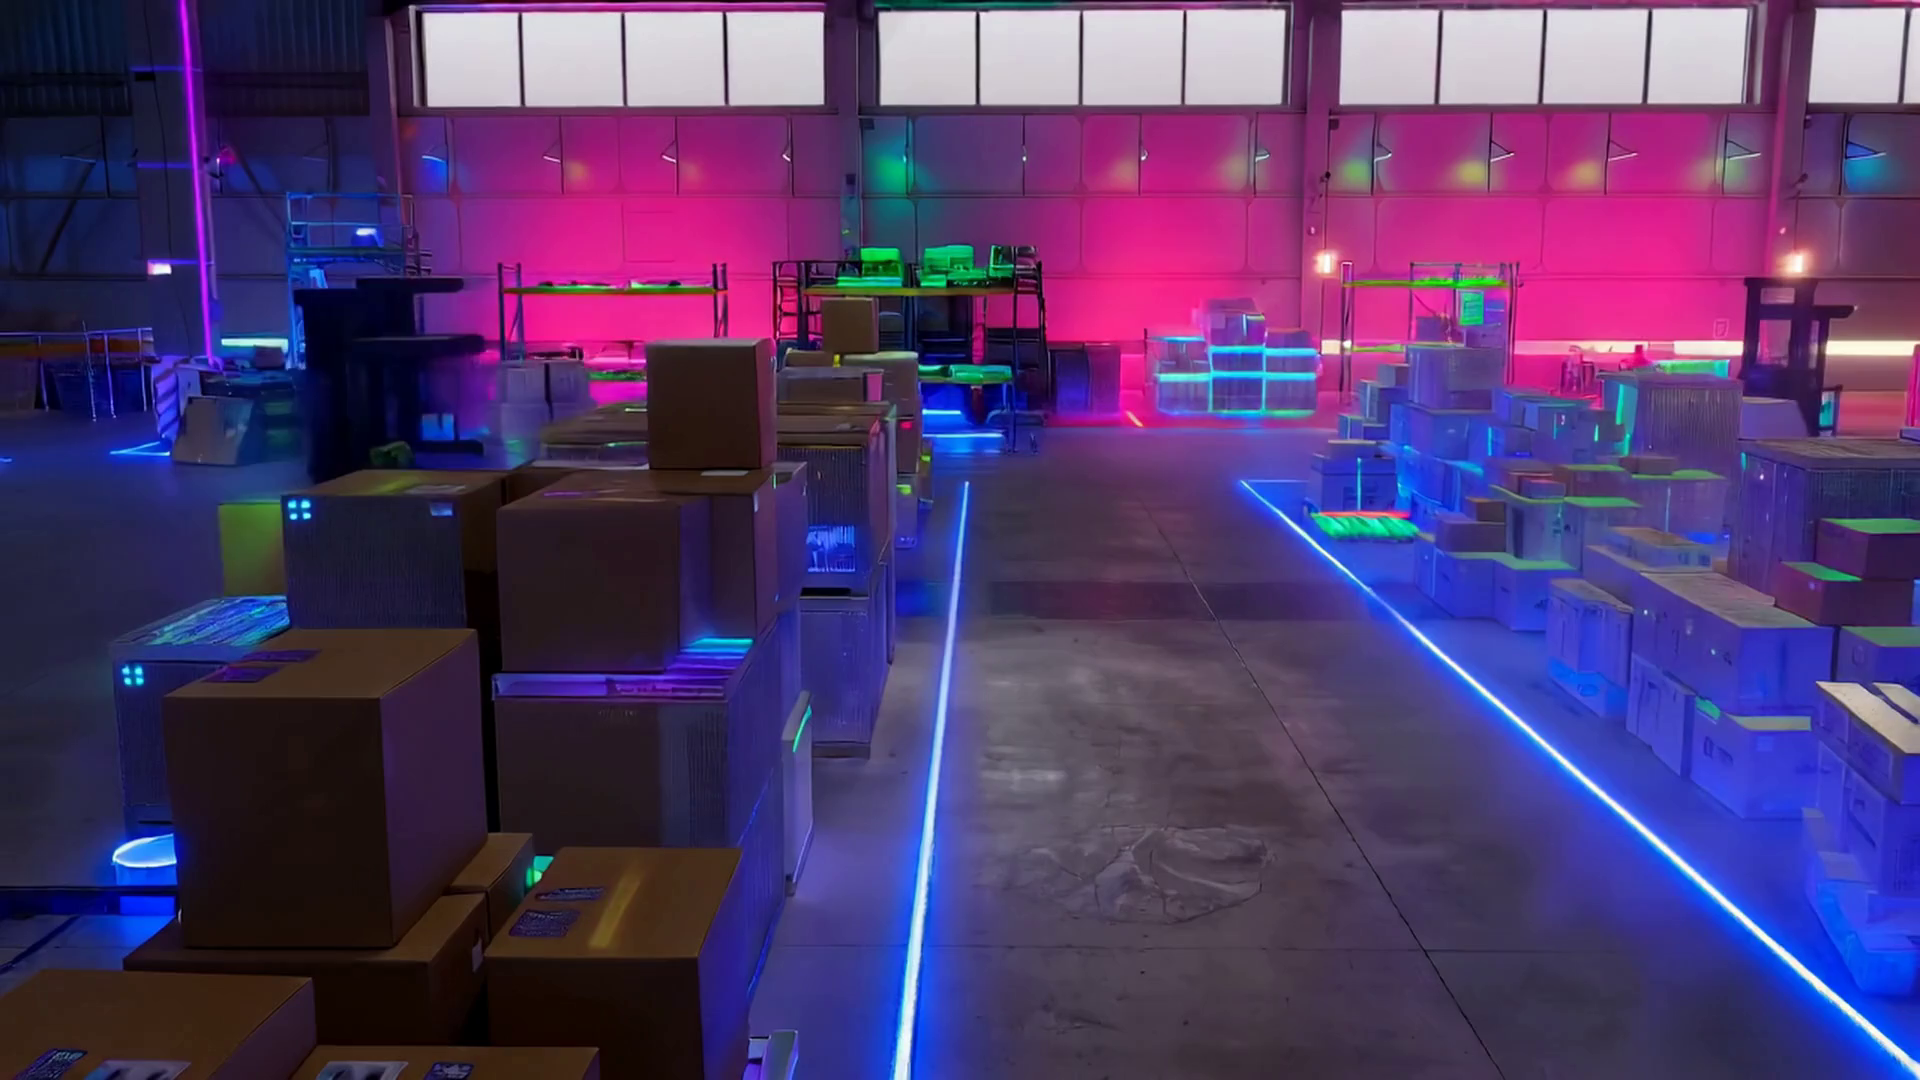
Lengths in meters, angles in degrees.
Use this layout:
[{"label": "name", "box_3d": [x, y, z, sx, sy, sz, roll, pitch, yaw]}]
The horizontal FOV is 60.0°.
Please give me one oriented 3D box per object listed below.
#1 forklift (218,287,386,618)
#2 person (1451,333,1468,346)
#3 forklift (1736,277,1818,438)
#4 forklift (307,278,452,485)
[{"label": "forklift", "box_3d": [-5.119, -0.712, 13.902, 1.873, 2.768, 1.129, 0, 9, 1]}, {"label": "person", "box_3d": [8.055, -2.458, 27.341, 0.951, 1.896, 0.545, -7, 12, -36]}, {"label": "forklift", "box_3d": [11.689, -2.387, 23.934, 1.873, 2.768, 1.129, -6, 11, -31]}, {"label": "forklift", "box_3d": [-7.732, -2.109, 22.269, 1.873, 2.768, 1.129, -5, 11, -27]}]
